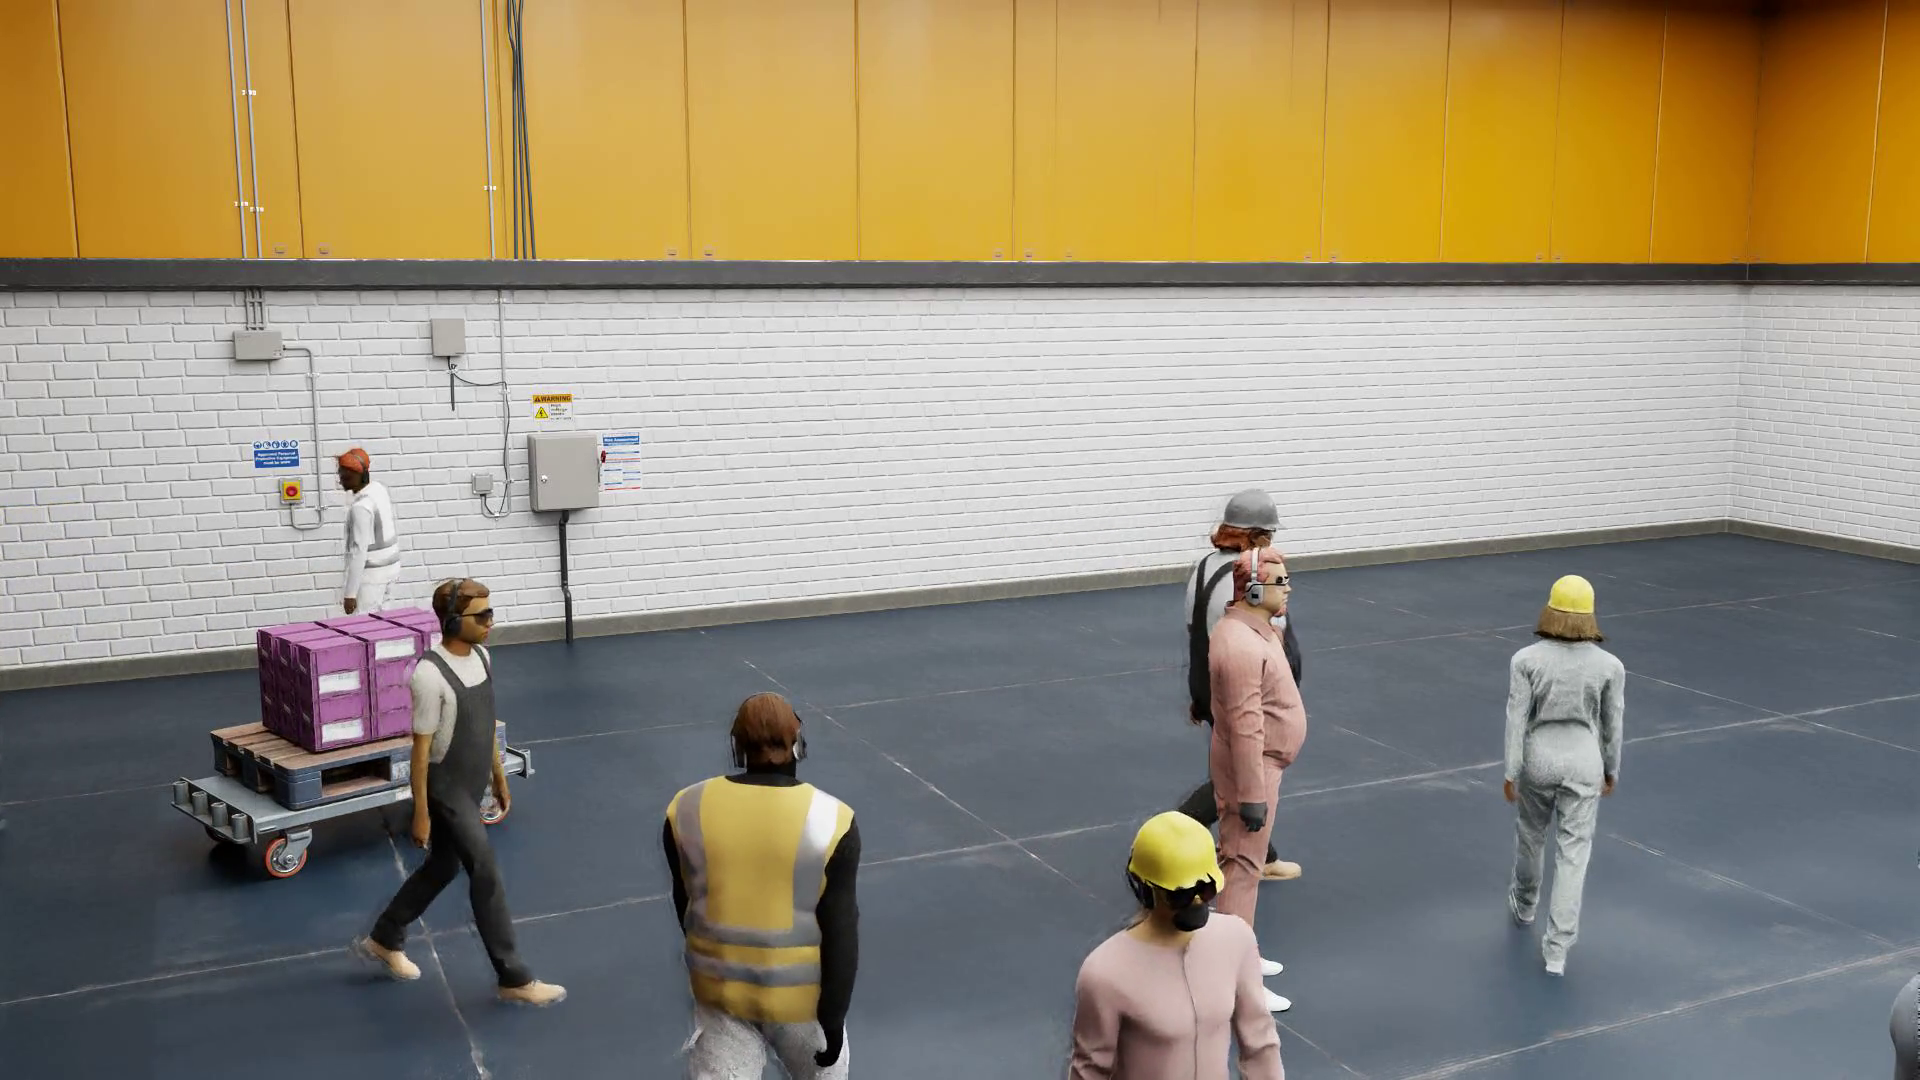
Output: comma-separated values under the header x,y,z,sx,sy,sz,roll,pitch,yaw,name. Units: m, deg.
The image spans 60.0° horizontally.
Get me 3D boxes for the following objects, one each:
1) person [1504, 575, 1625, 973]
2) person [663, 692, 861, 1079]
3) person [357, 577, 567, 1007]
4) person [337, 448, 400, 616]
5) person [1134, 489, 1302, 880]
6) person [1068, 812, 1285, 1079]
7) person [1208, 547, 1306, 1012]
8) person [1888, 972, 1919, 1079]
x,y,z,sx,sy,sz,roll,pitch,yaw,name
2.681,0.995,7.433,0.509,1.694,0.880,2,9,14,person
-0.579,1.340,5.049,0.616,1.783,0.927,1,9,9,person
-2.143,1.033,6.922,0.958,1.808,0.531,2,9,10,person
-4.042,0.278,11.467,0.371,1.854,0.678,0,9,-3,person
1.270,0.725,8.073,0.883,2.000,0.694,-2,9,-15,person
0.509,1.492,4.303,0.522,1.720,0.914,-5,11,-30,person
1.230,0.974,6.939,0.407,1.910,0.640,1,9,8,person
2.182,1.500,3.604,0.639,1.941,0.396,-5,11,-30,person
